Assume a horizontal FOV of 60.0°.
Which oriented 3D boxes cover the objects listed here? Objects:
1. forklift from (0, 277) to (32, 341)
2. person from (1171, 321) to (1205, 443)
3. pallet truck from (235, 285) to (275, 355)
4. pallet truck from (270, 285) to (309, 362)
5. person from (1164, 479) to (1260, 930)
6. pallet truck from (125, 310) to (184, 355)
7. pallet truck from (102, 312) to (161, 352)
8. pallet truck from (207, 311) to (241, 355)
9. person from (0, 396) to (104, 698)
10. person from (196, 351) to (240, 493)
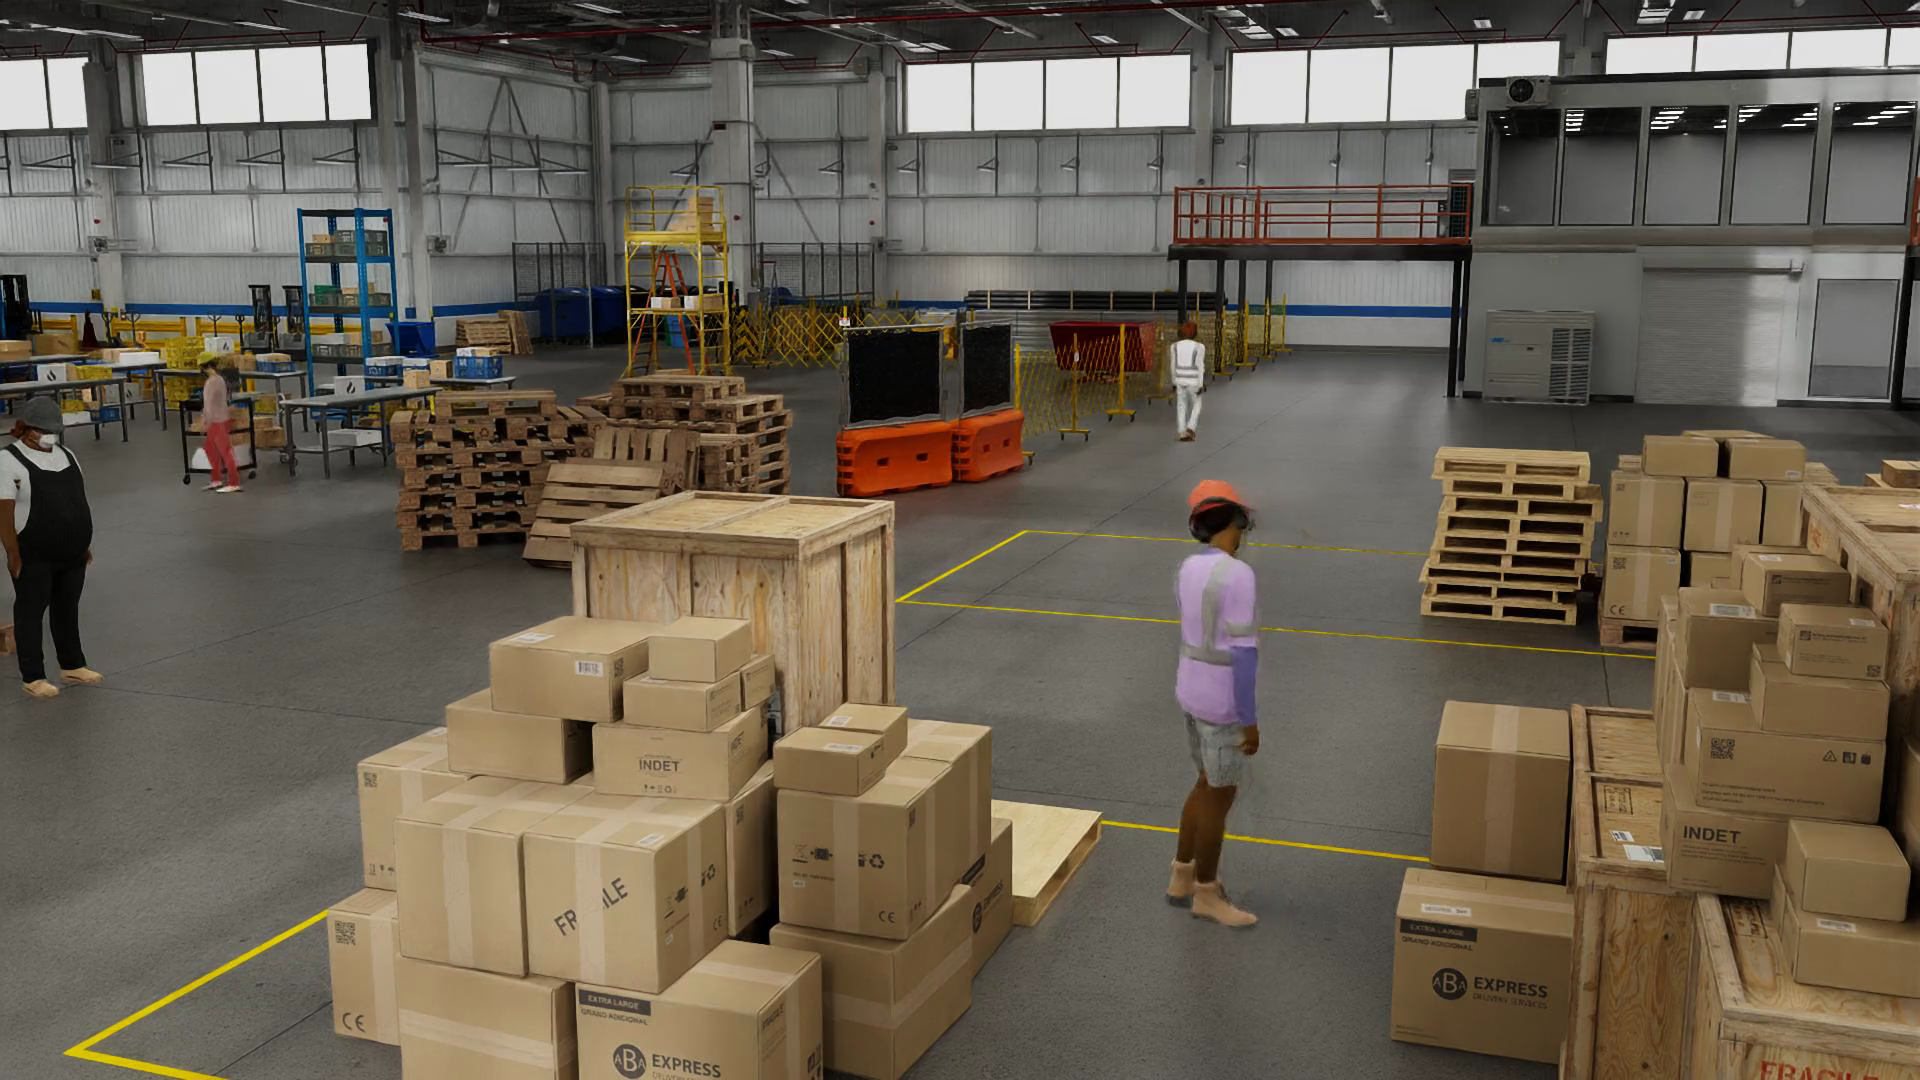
[{"bbox_3d":[-27.151,-6.329,46.328,1.157,1.987,2.680,3,11,17],"label":"forklift"},{"bbox_3d":[3.505,-2.414,25.530,0.578,1.870,0.412,6,12,30],"label":"person"},{"bbox_3d":[-18.327,-5.835,44.421,0.823,1.965,1.885,4,11,23],"label":"pallet truck"},{"bbox_3d":[-17.147,-5.700,43.663,0.823,1.965,1.885,3,11,17],"label":"pallet truck"},{"bbox_3d":[1.146,0.742,7.434,0.348,2.002,0.673,-2,10,-11],"label":"person"},{"bbox_3d":[-22.038,-5.665,45.457,0.704,1.261,1.522,3,11,17],"label":"pallet truck"},{"bbox_3d":[-23.057,-5.777,46.261,0.680,1.201,1.601,3,11,19],"label":"pallet truck"},{"bbox_3d":[-19.537,-5.575,44.913,0.653,1.274,1.630,3,11,19],"label":"pallet truck"},{"bbox_3d":[-6.157,0.027,11.289,0.536,2.000,0.676,3,11,17],"label":"person"},{"bbox_3d":[-9.165,-1.433,20.371,0.635,1.730,0.544,-2,10,-11],"label":"person"}]
